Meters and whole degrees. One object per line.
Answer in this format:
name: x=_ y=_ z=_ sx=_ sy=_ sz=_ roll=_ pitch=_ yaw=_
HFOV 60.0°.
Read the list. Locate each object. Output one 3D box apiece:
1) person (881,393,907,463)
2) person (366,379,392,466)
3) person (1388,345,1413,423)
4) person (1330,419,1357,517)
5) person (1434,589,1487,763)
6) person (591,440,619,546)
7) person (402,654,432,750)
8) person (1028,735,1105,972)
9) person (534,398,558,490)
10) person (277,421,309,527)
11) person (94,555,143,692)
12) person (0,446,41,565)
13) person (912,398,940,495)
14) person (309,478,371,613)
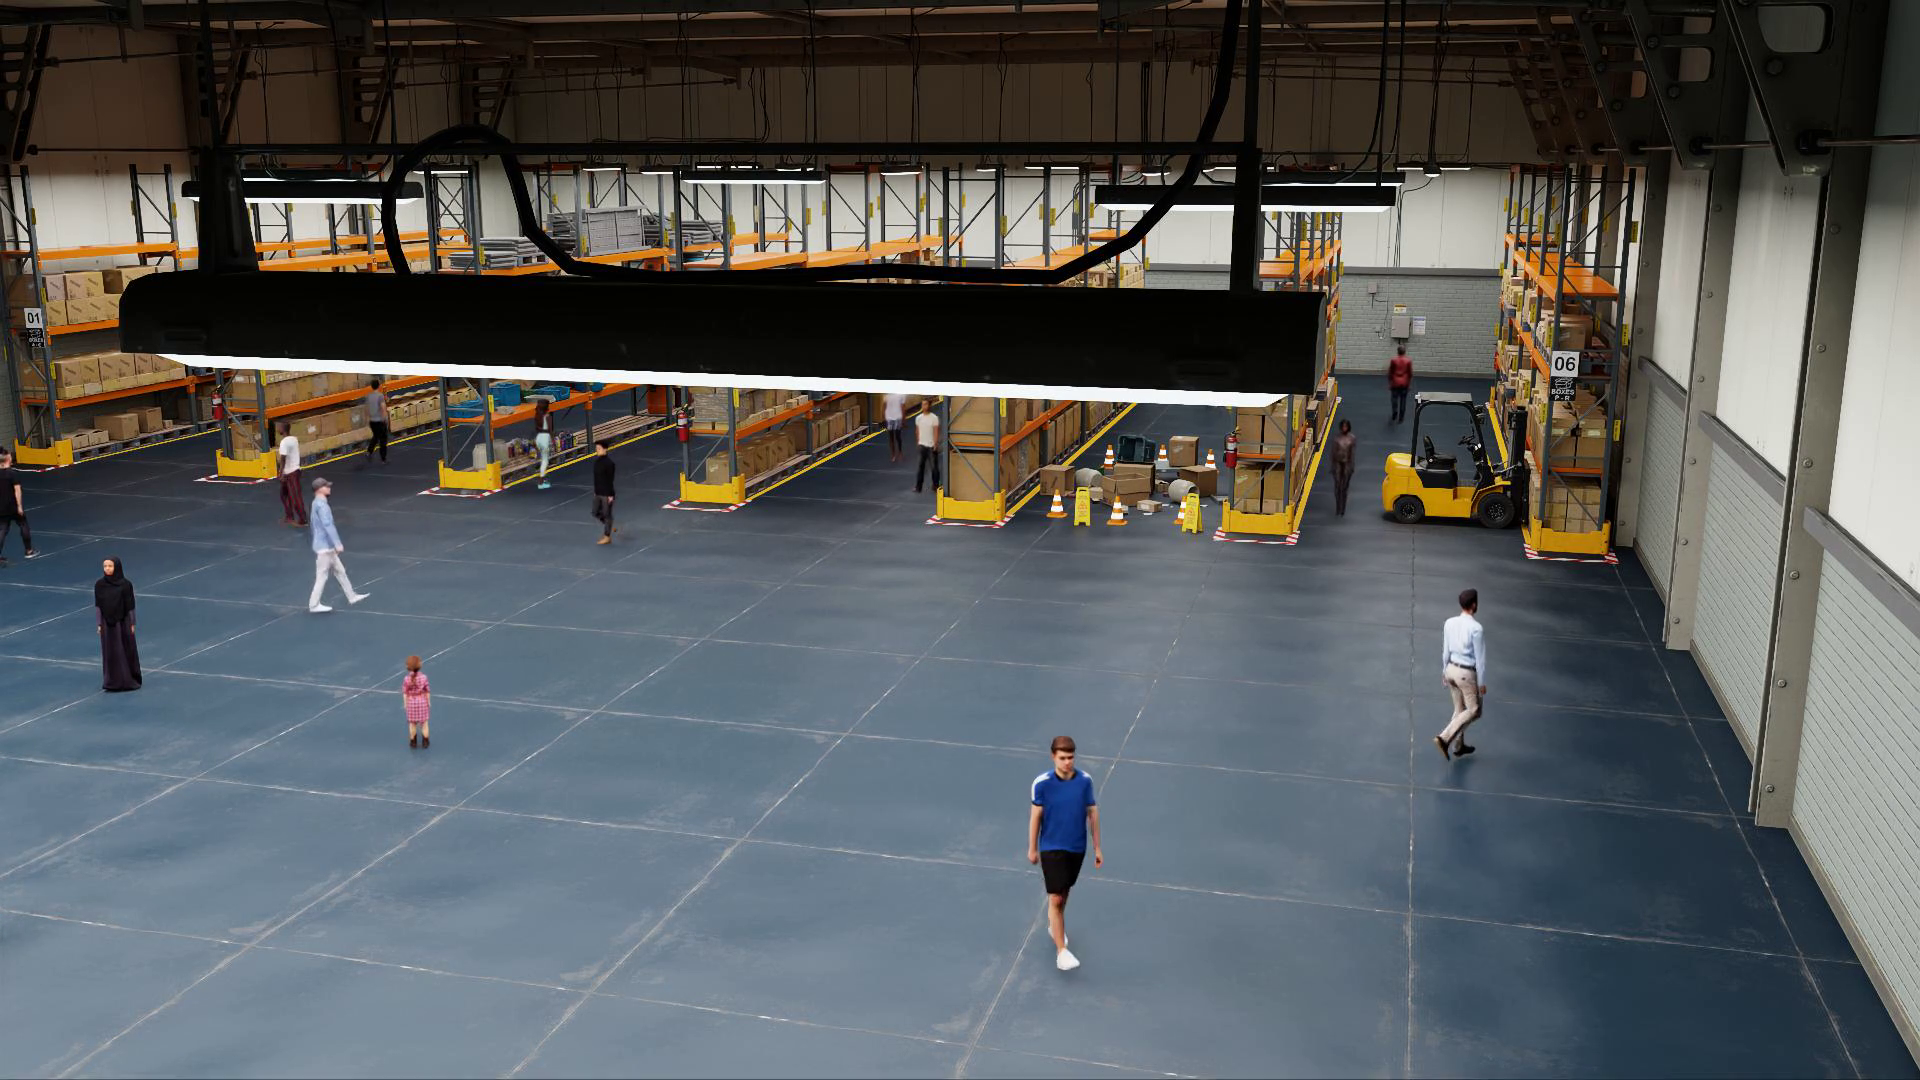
person: x=-1.338 y=-2.482 z=34.359 sx=0.629 sy=1.714 sz=0.611 roll=3 pitch=13 yaw=14
person: x=-11.919 y=-2.392 z=33.909 sx=0.676 sy=1.743 sz=0.761 roll=5 pitch=14 yaw=22
person: x=10.380 y=-3.674 z=39.287 sx=0.696 sy=1.814 sz=0.816 roll=4 pitch=14 yaw=16
person: x=6.700 y=-1.267 z=29.212 sx=0.588 sy=1.669 sz=1.115 roll=3 pitch=13 yaw=13
person: x=5.164 y=1.433 z=17.206 sx=1.060 sy=1.825 sz=0.984 roll=-8 pitch=15 yaw=-32
person: x=-5.734 y=-0.793 z=27.056 sx=0.813 sy=1.718 sz=0.857 roll=12 pitch=18 yaw=42
person: x=-5.799 y=1.721 z=17.748 sx=0.503 sy=1.021 sz=0.549 roll=-5 pitch=14 yaw=-20
person: x=0.784 y=2.383 z=13.115 sx=1.056 sy=1.819 sz=1.223 roll=-5 pitch=14 yaw=-20
person: x=-7.946 y=-1.807 z=31.450 sx=0.702 sy=1.711 sz=0.733 roll=9 pitch=16 yaw=35
person: x=-11.264 y=-1.121 z=28.252 sx=0.865 sy=1.817 sz=0.792 roll=0 pitch=13 yaw=-1
person: x=-9.968 y=0.971 z=19.668 sx=0.676 sy=1.614 sz=0.693 roll=-1 pitch=13 yaw=-6
person: x=-14.712 y=-0.513 z=25.615 sx=0.758 sy=1.824 sz=1.160 roll=2 pitch=13 yaw=10
person: x=-0.547 y=-1.749 z=31.099 sx=0.676 sy=1.757 sz=1.111 roll=4 pitch=14 yaw=18
person: x=-8.833 y=0.101 z=22.892 sx=1.102 sy=1.854 sz=1.085 roll=-6 pitch=14 yaw=-23
